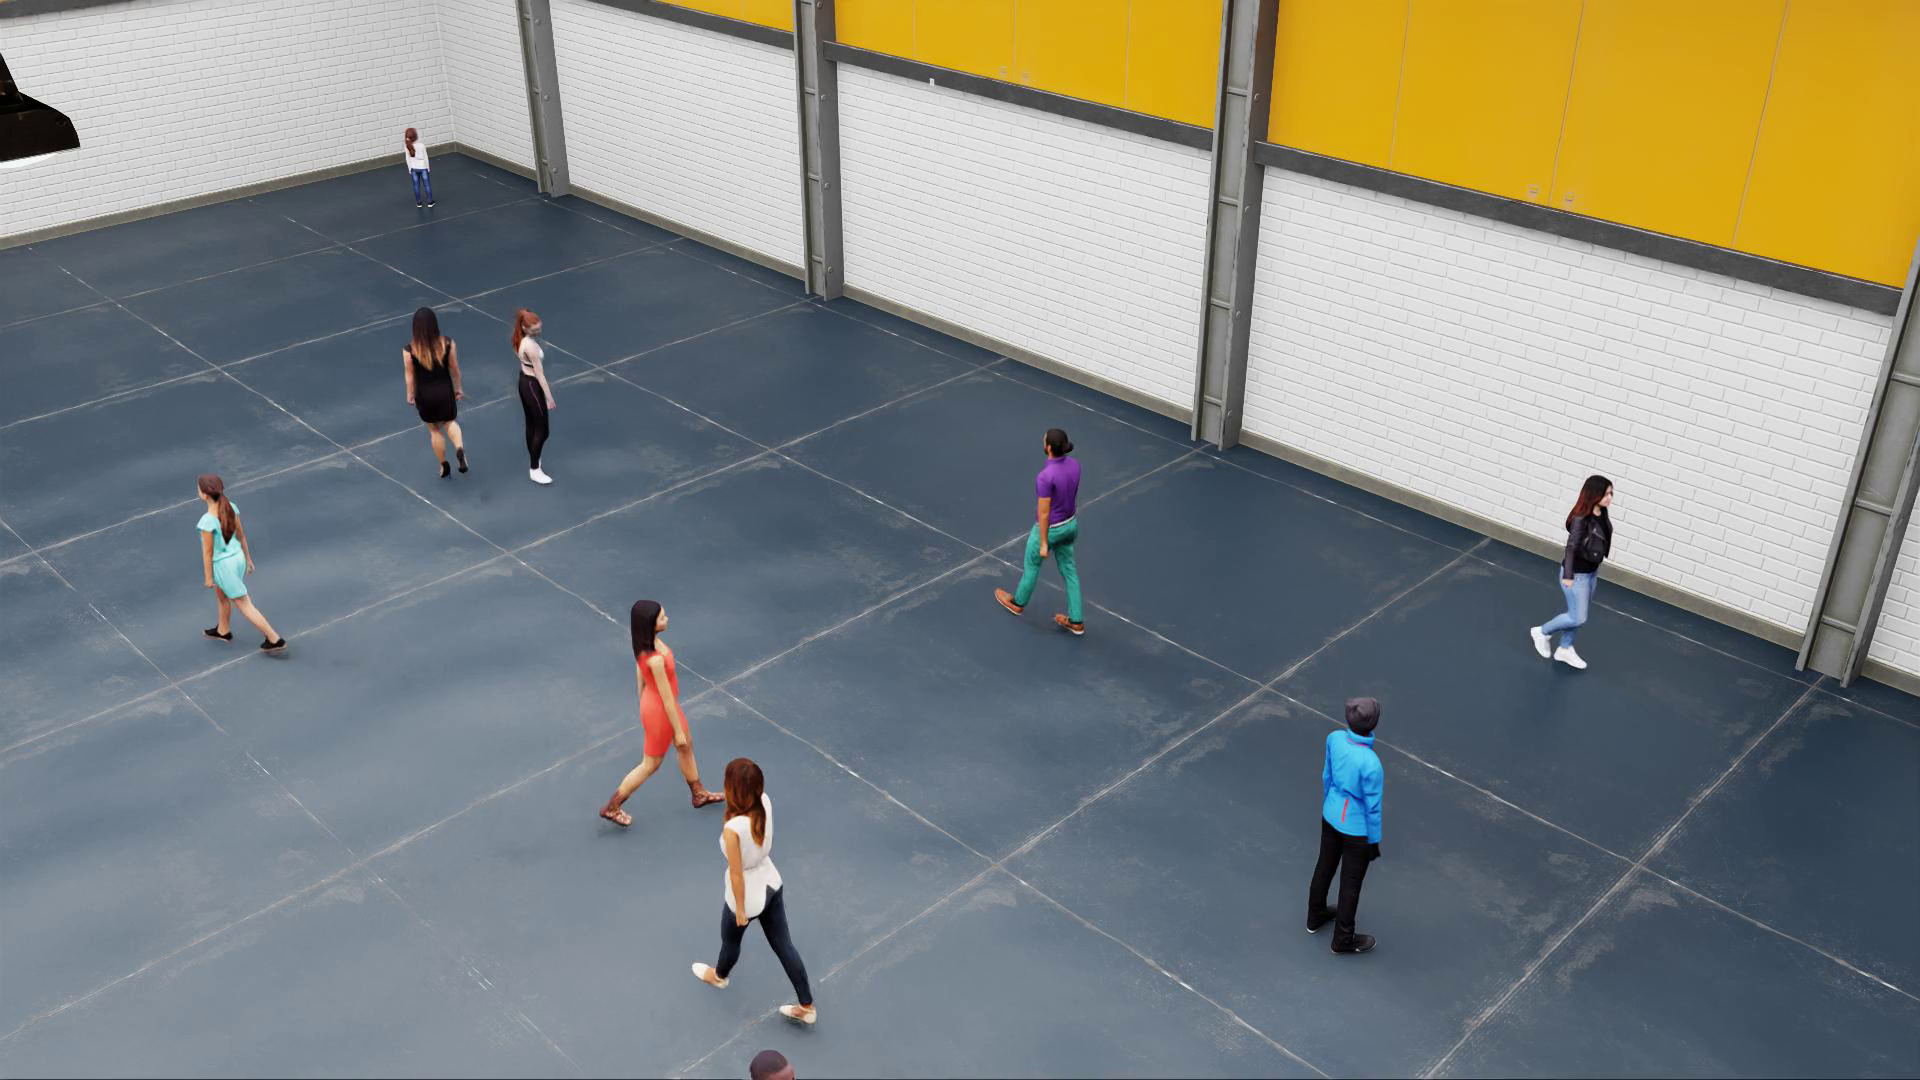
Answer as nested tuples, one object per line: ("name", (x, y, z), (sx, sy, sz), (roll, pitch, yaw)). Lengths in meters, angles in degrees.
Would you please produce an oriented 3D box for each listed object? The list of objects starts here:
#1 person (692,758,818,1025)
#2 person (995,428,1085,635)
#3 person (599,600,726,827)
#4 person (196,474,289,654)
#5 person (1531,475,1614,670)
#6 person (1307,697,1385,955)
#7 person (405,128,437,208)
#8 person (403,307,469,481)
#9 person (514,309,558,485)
("person", (-1.082, 2.033, 9.404), (1.172, 1.732, 0.796), (16, 32, 27))
("person", (0.826, -0.031, 13.184), (1.031, 1.735, 0.632), (26, 38, 38))
("person", (-2.064, 1.190, 10.997), (0.966, 1.686, 1.144), (-11, 30, -19))
("person", (-5.642, 0.222, 12.942), (1.113, 1.523, 0.884), (8, 30, 15))
("person", (4.711, 0.231, 12.819), (0.667, 1.625, 0.645), (25, 37, 38))
("person", (2.315, 1.698, 9.958), (0.725, 1.789, 0.575), (-15, 32, -25))
("person", (-7.626, -5.261, 23.420), (0.525, 1.114, 0.577), (-4, 29, -7))
("person", (-4.875, -1.315, 15.574), (0.720, 1.700, 0.805), (-19, 34, -31))
("person", (-4.075, -1.413, 15.720), (0.843, 1.733, 0.585), (-25, 37, -37))
